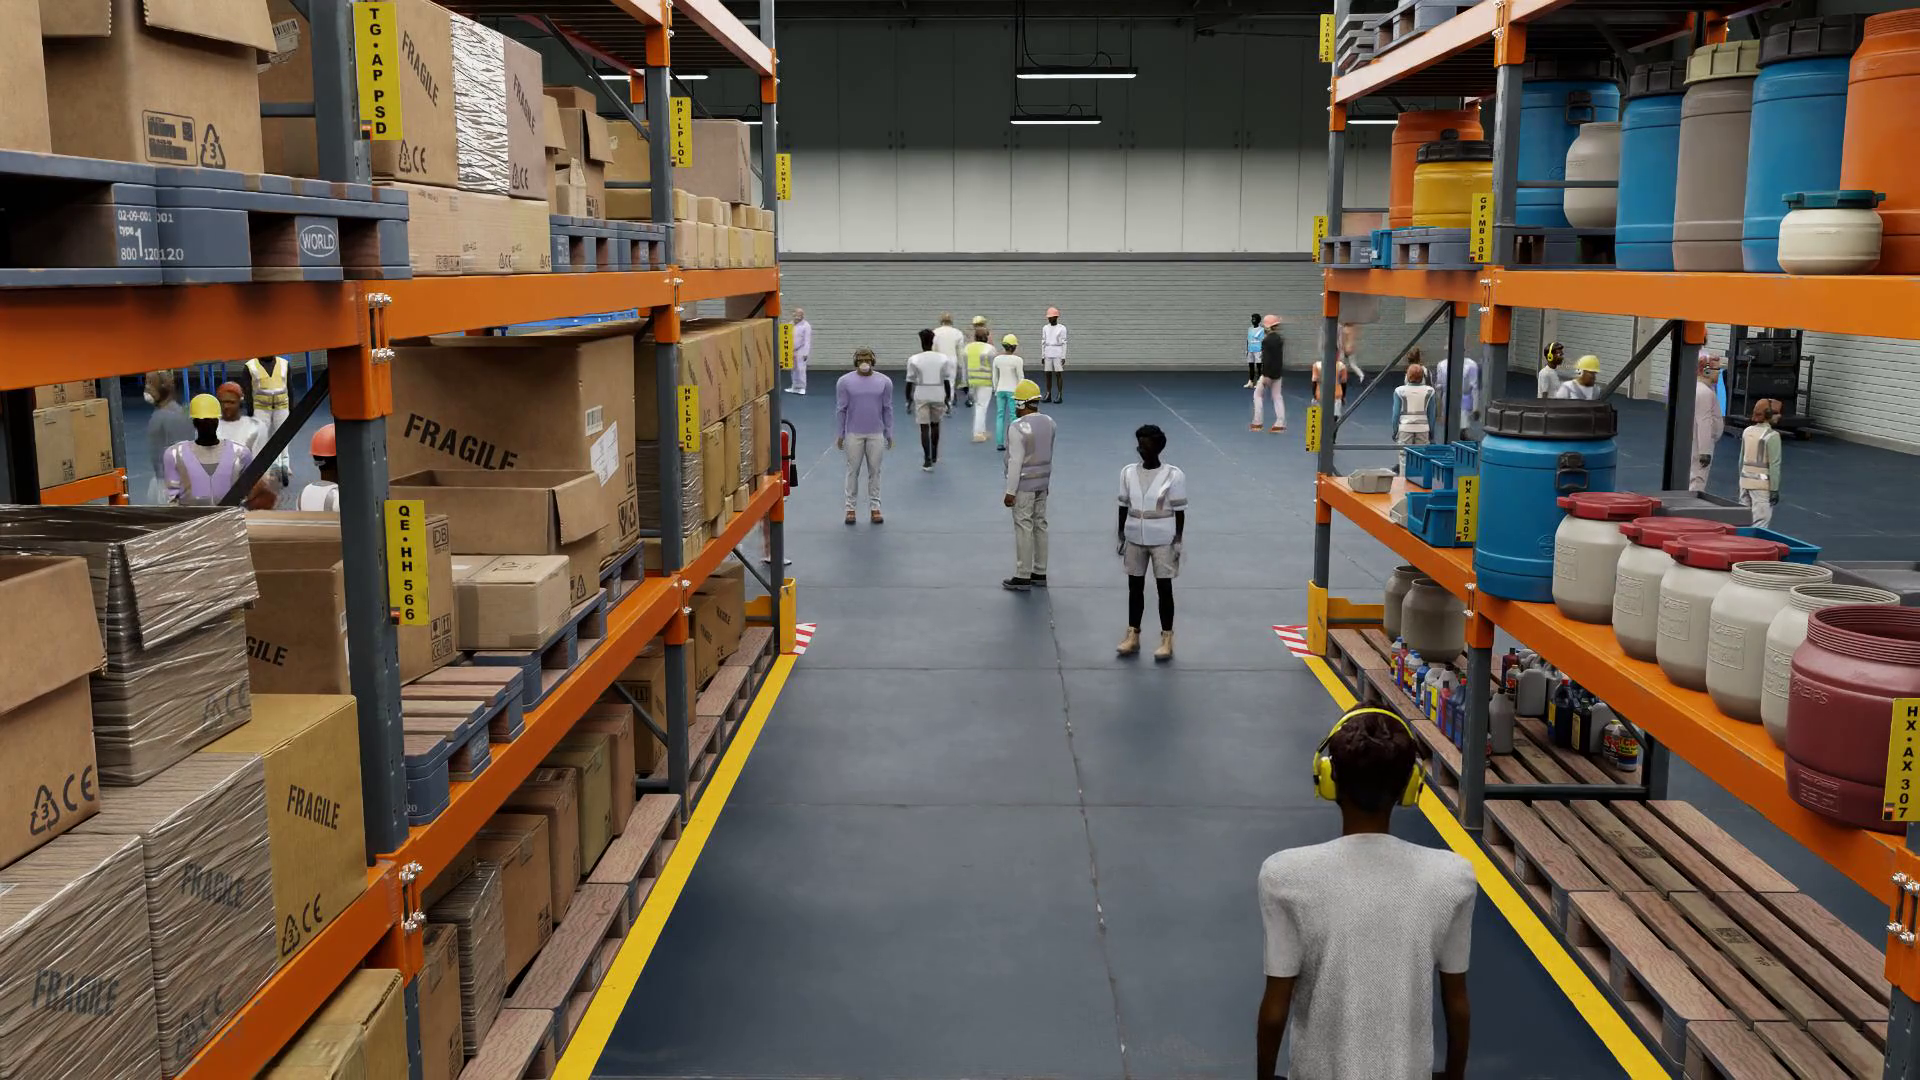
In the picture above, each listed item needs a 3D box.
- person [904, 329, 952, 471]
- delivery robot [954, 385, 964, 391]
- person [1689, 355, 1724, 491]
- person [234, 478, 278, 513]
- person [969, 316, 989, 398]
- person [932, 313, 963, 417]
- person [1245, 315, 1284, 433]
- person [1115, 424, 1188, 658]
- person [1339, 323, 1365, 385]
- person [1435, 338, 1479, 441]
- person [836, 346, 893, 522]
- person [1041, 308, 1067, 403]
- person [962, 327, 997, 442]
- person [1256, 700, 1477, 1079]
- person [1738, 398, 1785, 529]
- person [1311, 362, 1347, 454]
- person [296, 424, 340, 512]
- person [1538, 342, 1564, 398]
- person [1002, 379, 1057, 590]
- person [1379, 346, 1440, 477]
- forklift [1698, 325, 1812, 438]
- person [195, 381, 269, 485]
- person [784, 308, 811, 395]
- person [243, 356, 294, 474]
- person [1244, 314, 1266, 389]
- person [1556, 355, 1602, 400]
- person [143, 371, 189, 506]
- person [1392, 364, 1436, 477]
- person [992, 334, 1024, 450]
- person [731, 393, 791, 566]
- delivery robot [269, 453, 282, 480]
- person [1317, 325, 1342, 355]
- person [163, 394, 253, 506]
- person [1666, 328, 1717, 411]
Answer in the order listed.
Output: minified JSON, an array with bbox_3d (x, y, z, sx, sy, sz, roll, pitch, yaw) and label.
[{"bbox_3d":[-0.461,-1.955,23.056,0.638,1.931,0.829,-2,10,-14],"label":"person"},{"bbox_3d":[0.140,-3.130,33.303,0.335,0.223,0.698,7,12,34],"label":"delivery robot"},{"bbox_3d":[7.656,-0.956,17.176,0.402,1.906,0.652,2,10,11],"label":"person"},{"bbox_3d":[-4.194,0.376,10.129,0.817,1.592,0.497,-9,13,-43],"label":"person"},{"bbox_3d":[0.366,-3.769,34.511,0.524,1.747,0.561,-6,11,-34],"label":"person"},{"bbox_3d":[-0.266,-3.277,31.079,0.648,1.899,0.937,-1,10,-4],"label":"person"},{"bbox_3d":[5.147,-2.798,28.028,0.820,1.962,0.660,8,13,41],"label":"person"},{"bbox_3d":[1.375,0.005,12.044,0.540,1.695,0.317,6,11,30],"label":"person"},{"bbox_3d":[9.060,-4.395,38.641,0.659,1.613,0.509,9,13,43],"label":"person"},{"bbox_3d":[6.624,-1.793,22.178,0.604,1.911,0.556,7,12,35],"label":"person"},{"bbox_3d":[-1.049,-1.162,18.308,0.635,1.937,0.352,-2,10,-11],"label":"person"},{"bbox_3d":[1.893,-3.759,33.871,0.551,1.935,0.375,6,11,32],"label":"person"},{"bbox_3d":[0.433,-2.499,26.670,0.632,1.819,0.742,9,13,42],"label":"person"},{"bbox_3d":[0.910,1.290,3.830,0.518,1.870,0.323,0,9,0],"label":"person"},{"bbox_3d":[7.198,-0.456,14.986,0.313,1.636,0.517,-1,10,-7],"label":"person"},{"bbox_3d":[5.544,-2.147,25.051,0.552,1.644,0.872,0,9,3],"label":"person"},{"bbox_3d":[-3.552,0.298,9.566,0.544,1.939,0.354,7,12,38],"label":"person"},{"bbox_3d":[7.294,-1.502,20.555,0.328,1.872,0.513,5,11,28],"label":"person"},{"bbox_3d":[0.589,-0.491,14.606,0.404,1.833,0.588,7,12,38],"label":"person"},{"bbox_3d":[5.841,-1.584,21.312,0.964,1.776,0.574,9,13,42],"label":"person"},{"bbox_3d":[13.248,-3.165,27.620,1.129,2.768,1.873,0,9,1],"label":"forklift"},{"bbox_3d":[-6.067,-0.390,13.884,0.597,1.868,0.403,-3,10,-16],"label":"person"},{"bbox_3d":[-3.516,-4.077,35.989,0.751,1.870,0.473,8,12,38],"label":"person"},{"bbox_3d":[-9.274,-1.782,22.354,0.621,1.835,0.430,-6,11,-32],"label":"person"},{"bbox_3d":[6.703,-4.288,37.759,0.318,1.697,0.533,-7,12,-37],"label":"person"},{"bbox_3d":[7.000,-1.174,18.756,0.592,1.810,0.481,-4,10,-24],"label":"person"},{"bbox_3d":[-6.903,-0.532,14.627,0.794,1.916,0.643,-6,11,-33],"label":"person"},{"bbox_3d":[5.447,-1.294,19.988,0.515,1.641,0.315,1,10,7],"label":"person"},{"bbox_3d":[0.741,-2.237,25.267,0.526,1.768,0.331,6,11,31],"label":"person"},{"bbox_3d":[-1.887,-0.702,15.680,0.557,1.893,0.667,7,12,36],"label":"person"},{"bbox_3d":[-8.947,-1.025,21.465,0.477,0.478,0.707,-4,10,-21],"label":"delivery robot"},{"bbox_3d":[8.518,-4.396,38.264,0.525,1.744,0.407,-5,11,-28],"label":"person"},{"bbox_3d":[-5.310,-0.075,11.827,0.587,1.930,0.363,-5,11,-28],"label":"person"},{"bbox_3d":[9.918,-1.912,22.547,0.634,2.022,0.459,3,10,17],"label":"person"}]
